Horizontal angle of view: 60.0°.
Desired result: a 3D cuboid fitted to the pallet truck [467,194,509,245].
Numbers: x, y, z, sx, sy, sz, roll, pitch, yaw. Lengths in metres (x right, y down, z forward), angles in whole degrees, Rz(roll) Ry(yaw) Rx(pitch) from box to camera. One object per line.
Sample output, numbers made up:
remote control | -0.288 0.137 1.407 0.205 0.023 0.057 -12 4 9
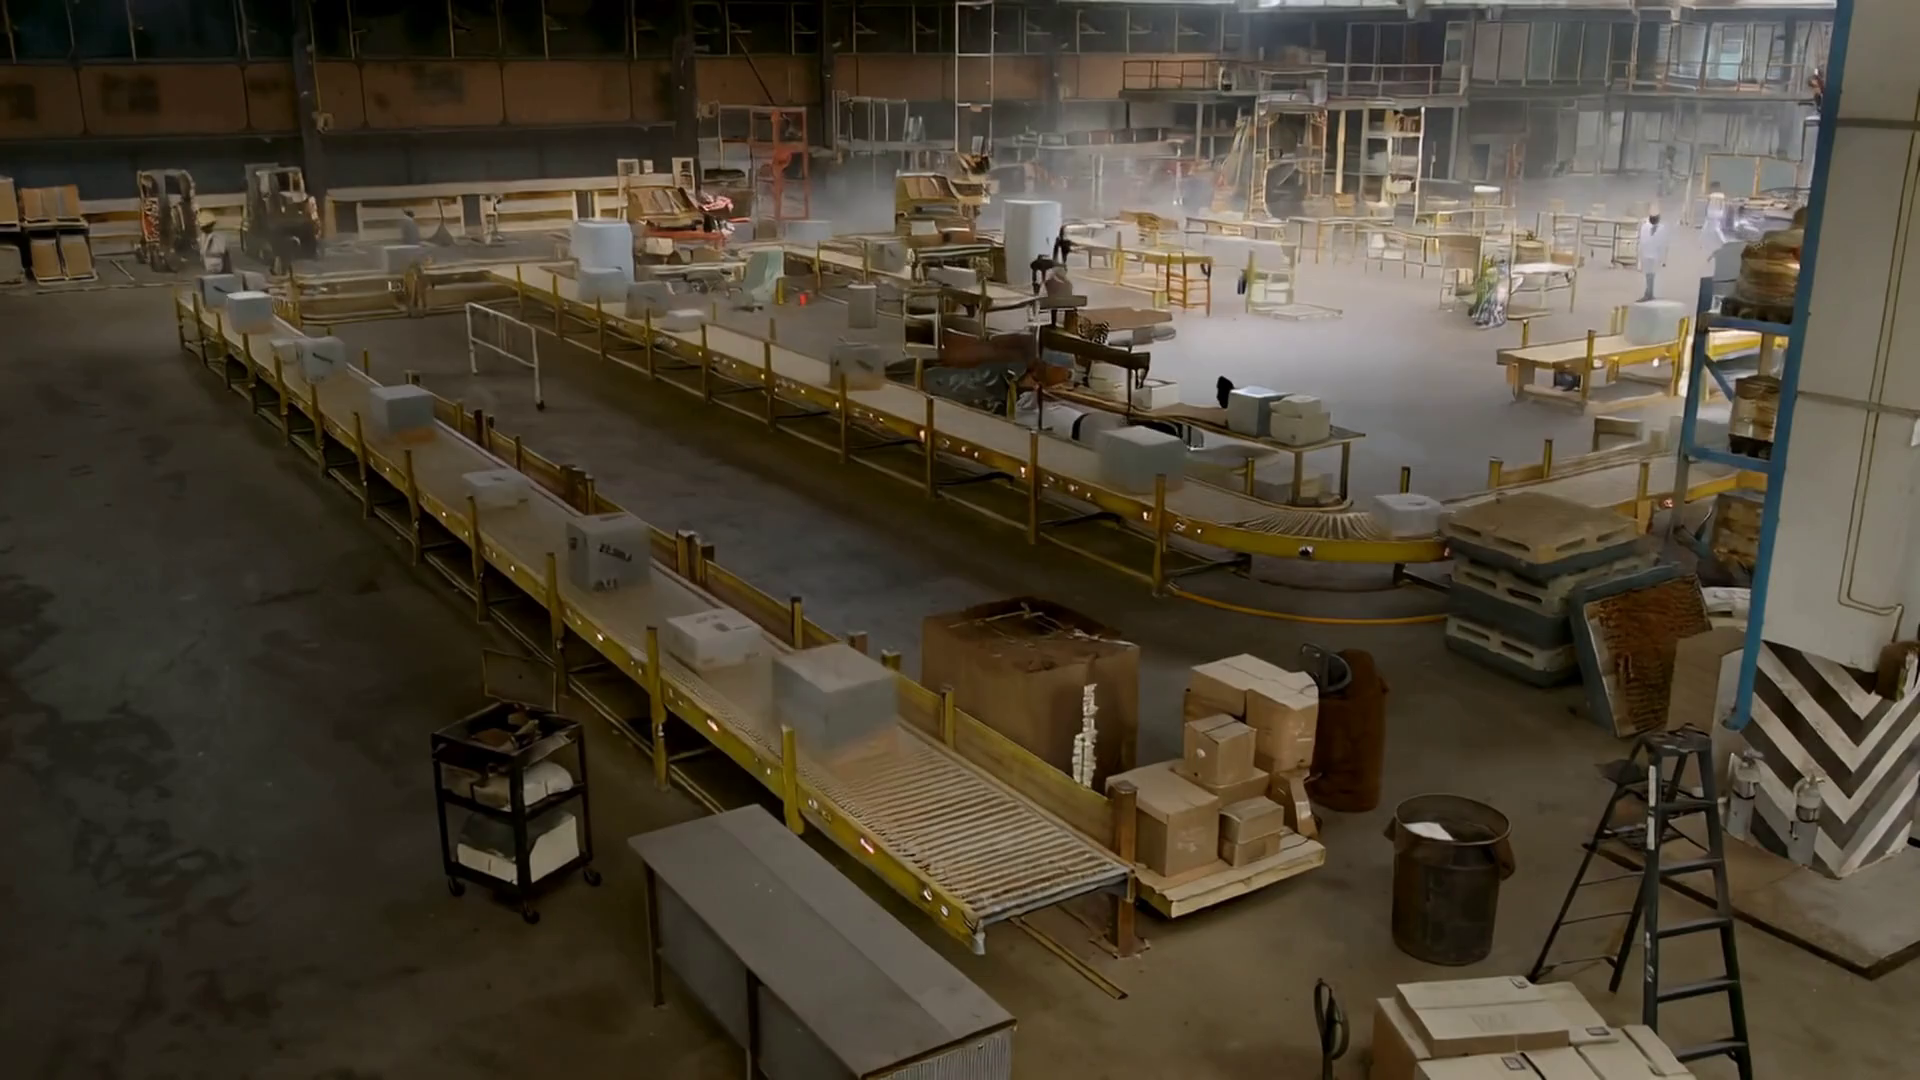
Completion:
pallet truck | -11.983 -8.177 42.137 0.704 1.261 1.522 -11 20 -33

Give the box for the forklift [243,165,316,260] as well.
forklift | -15.898 -7.669 38.708 1.157 1.987 2.680 -11 20 -33

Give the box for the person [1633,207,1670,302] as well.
person | 13.383 -5.485 32.181 1.013 1.889 0.548 -16 23 -42

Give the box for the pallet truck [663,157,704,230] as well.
pallet truck | -7.586 -9.308 44.692 0.823 1.965 1.885 -11 20 -33

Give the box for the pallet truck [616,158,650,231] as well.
pallet truck | -8.918 -9.176 44.255 0.823 1.965 1.885 -9 19 -27

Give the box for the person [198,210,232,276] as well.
person | -13.556 -4.964 30.195 0.646 2.016 0.523 9 19 28

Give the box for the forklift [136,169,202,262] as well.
forklift | -17.842 -7.318 37.559 1.157 1.987 2.680 -10 20 -31

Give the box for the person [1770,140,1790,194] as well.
person | 26.623 -12.030 53.998 0.585 1.861 0.818 16 23 42

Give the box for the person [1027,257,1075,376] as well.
person | 1.447 -3.313 24.959 0.866 1.883 0.645 10 19 30

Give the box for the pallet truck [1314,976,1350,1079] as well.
pallet truck | 2.299 2.390 7.086 1.601 1.201 0.680 -2 17 -7

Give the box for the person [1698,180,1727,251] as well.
person | 18.295 -7.825 40.240 0.489 1.720 0.734 -5 17 -16

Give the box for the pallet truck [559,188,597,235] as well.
pallet truck | -10.010 -8.652 43.699 0.653 1.274 1.630 -10 20 -31

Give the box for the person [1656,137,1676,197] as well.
person | 23.131 -12.186 54.406 0.597 1.916 0.372 -10 19 -29

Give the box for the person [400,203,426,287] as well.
person | -11.340 -6.062 34.313 0.536 1.748 0.488 8 19 25

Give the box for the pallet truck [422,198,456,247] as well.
pallet truck | -13.250 -8.060 41.856 0.680 1.201 1.601 -10 20 -31

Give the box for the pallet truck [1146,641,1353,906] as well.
pallet truck | 1.664 1.407 10.232 1.630 1.274 0.653 -10 20 -31
